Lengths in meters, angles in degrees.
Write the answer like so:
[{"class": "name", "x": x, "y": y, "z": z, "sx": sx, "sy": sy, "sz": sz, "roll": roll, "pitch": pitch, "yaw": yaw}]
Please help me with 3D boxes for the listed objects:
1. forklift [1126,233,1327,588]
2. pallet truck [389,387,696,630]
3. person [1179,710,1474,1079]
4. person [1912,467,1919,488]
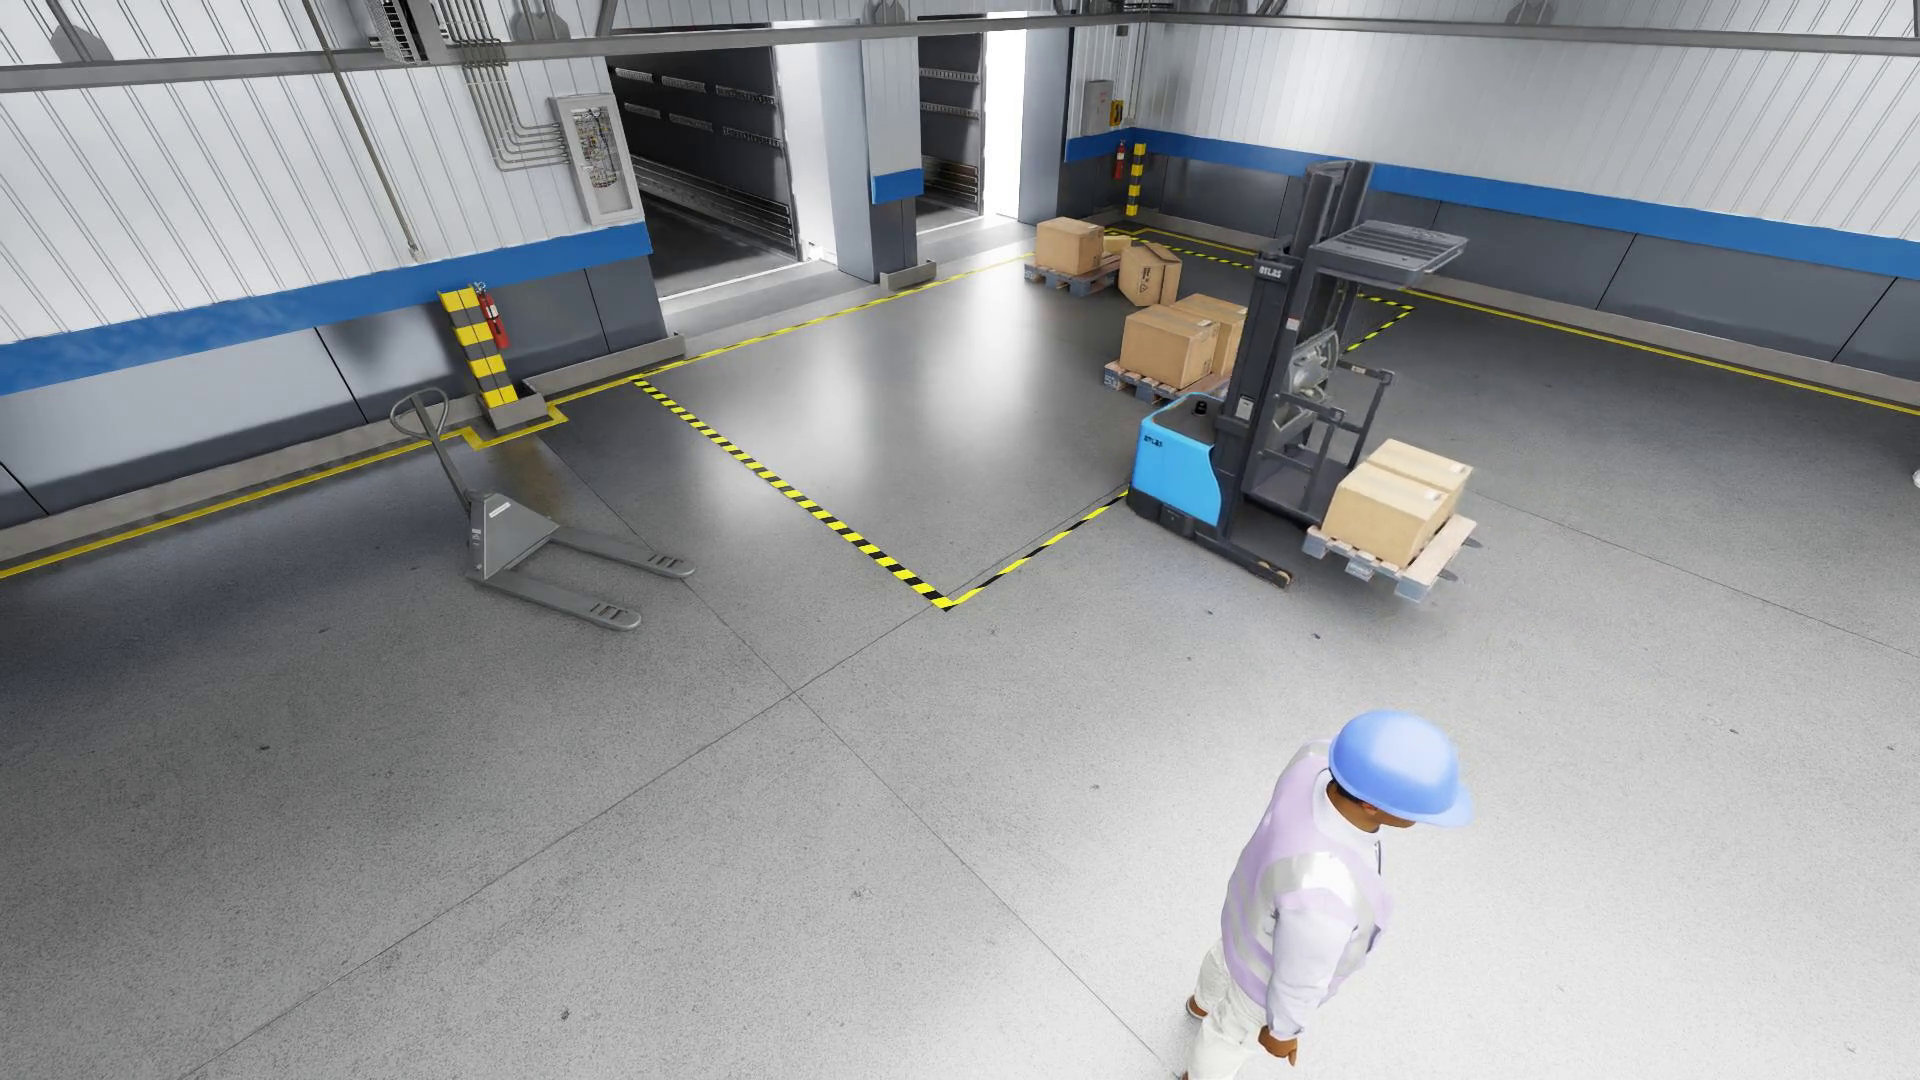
[{"class": "forklift", "x": 1.803, "y": -0.992, "z": 4.902, "sx": 0.716, "sy": 2.013, "sz": 0.776, "roll": -31, "pitch": 47, "yaw": -33}, {"class": "pallet truck", "x": -2.613, "y": -0.247, "z": 4.593, "sx": 1.601, "sy": 1.201, "sz": 0.680, "roll": 14, "pitch": 40, "yaw": 17}, {"class": "person", "x": 0.960, "y": 1.175, "z": 2.174, "sx": 0.382, "sy": 1.948, "sz": 0.601, "roll": 14, "pitch": 40, "yaw": 17}, {"class": "person", "x": 7.822, "y": -1.099, "z": 5.282, "sx": 0.485, "sy": 1.744, "sz": 0.308, "roll": 16, "pitch": 40, "yaw": 19}]
